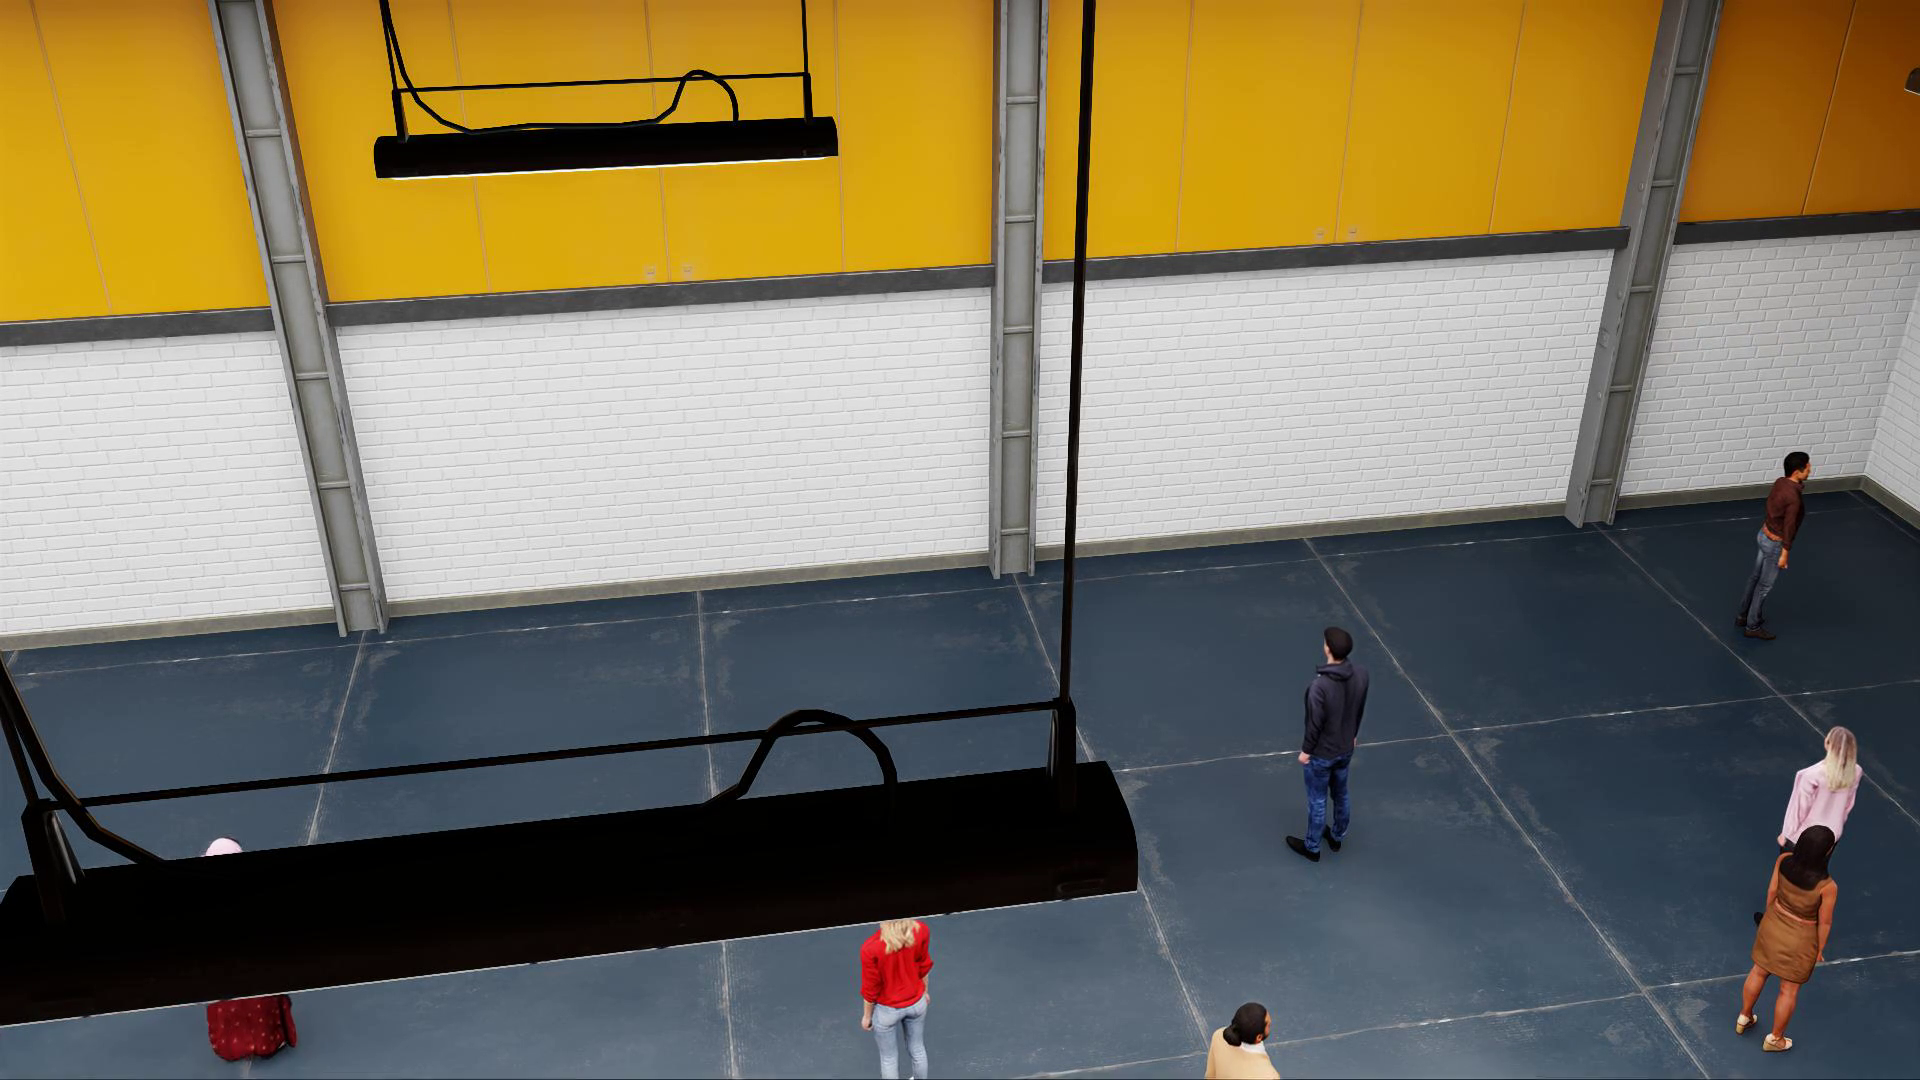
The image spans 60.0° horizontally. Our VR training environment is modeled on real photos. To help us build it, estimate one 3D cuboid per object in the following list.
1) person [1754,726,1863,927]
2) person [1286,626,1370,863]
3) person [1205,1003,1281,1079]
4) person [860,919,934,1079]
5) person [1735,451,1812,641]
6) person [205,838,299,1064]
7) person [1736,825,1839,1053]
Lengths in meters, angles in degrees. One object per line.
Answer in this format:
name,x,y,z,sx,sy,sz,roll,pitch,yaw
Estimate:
person,5.737,1.971,11.182,0.467,1.688,0.656,-5,29,-10
person,2.650,1.465,11.896,0.638,1.893,0.802,-15,32,-26
person,1.509,3.163,8.926,0.743,1.755,0.747,-19,34,-30
person,-0.370,2.727,9.781,0.573,1.702,0.744,-15,32,-26
person,7.170,0.027,14.649,0.628,1.780,0.699,4,29,7
person,-4.444,2.542,10.211,0.720,1.616,0.872,5,29,9
person,5.134,2.454,10.294,0.621,1.690,0.627,-17,33,-28
